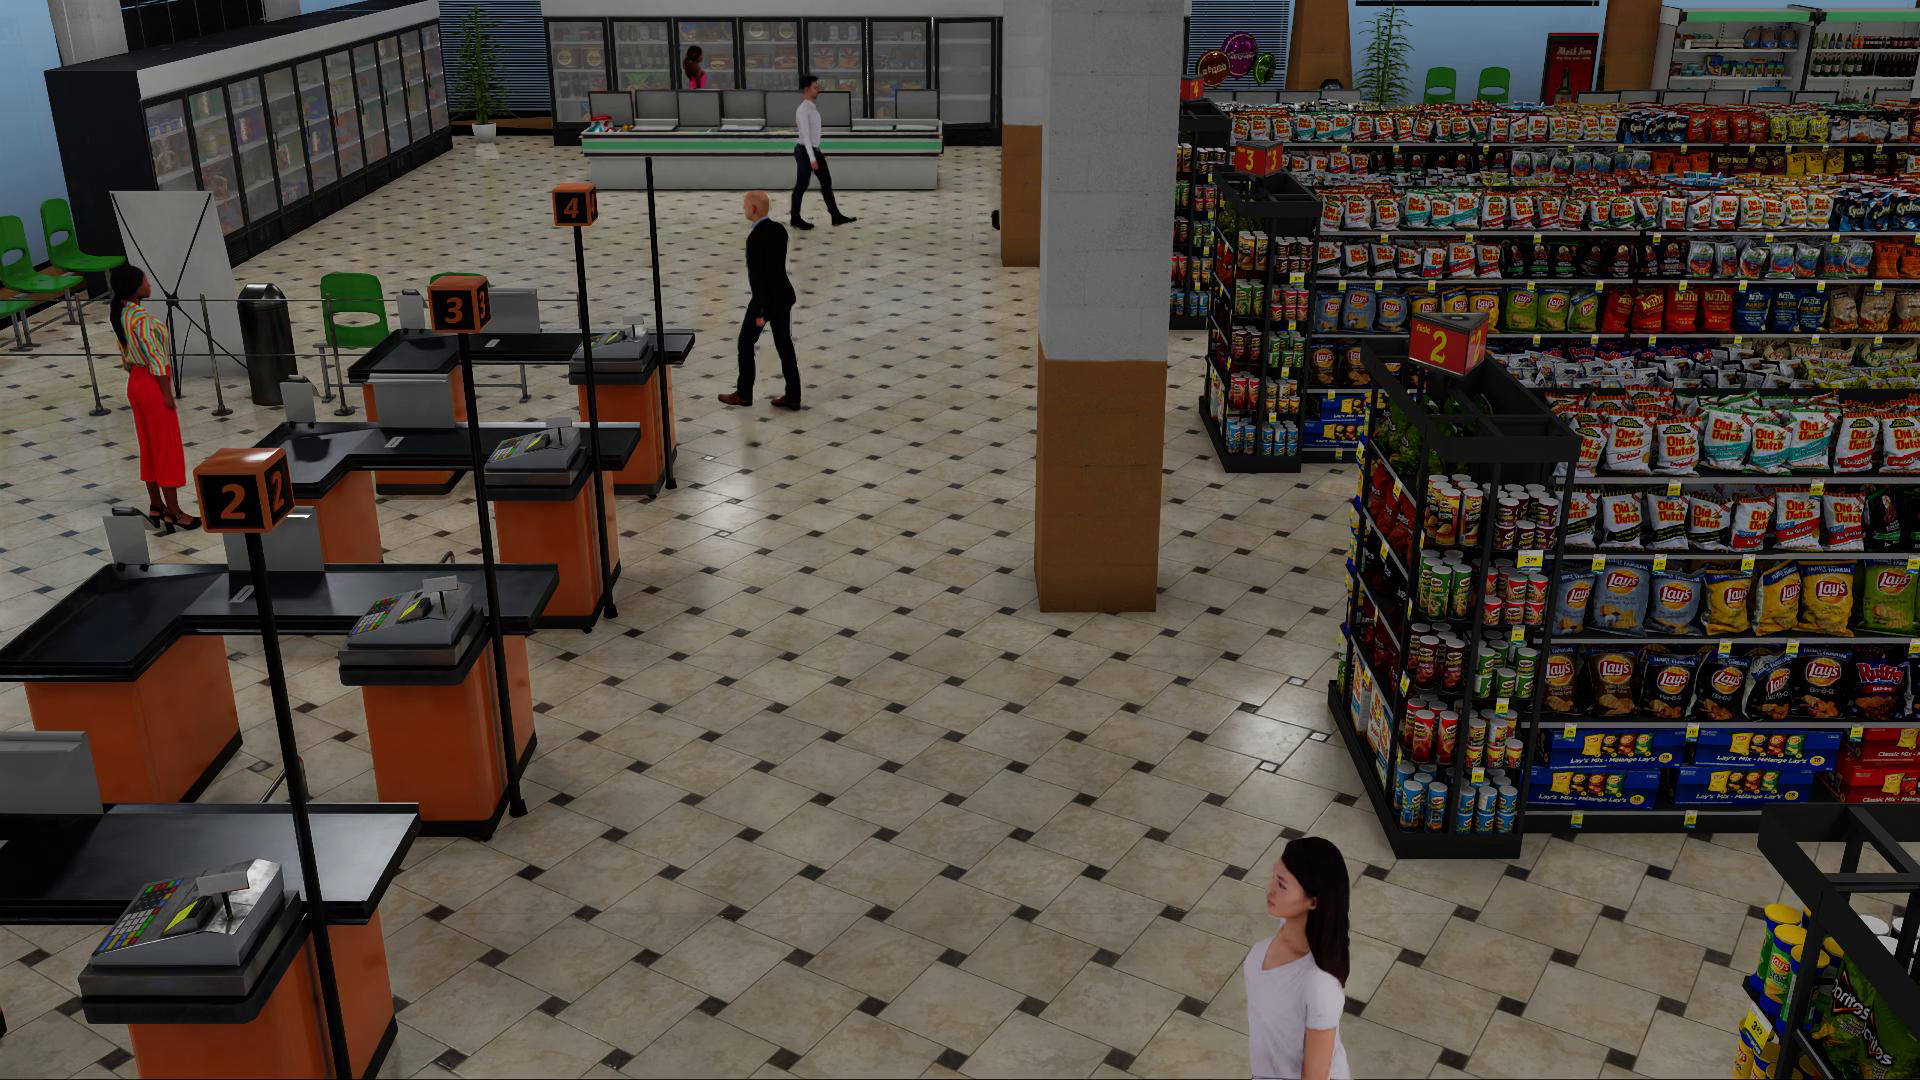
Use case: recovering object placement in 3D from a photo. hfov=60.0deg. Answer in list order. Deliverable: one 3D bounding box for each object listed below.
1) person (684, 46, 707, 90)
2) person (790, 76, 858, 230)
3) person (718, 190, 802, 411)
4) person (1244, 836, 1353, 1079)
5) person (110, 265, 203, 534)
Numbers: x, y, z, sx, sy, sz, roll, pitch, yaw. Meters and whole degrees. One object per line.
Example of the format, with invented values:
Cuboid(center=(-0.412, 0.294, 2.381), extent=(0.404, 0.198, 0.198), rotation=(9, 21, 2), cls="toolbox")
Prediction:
Cuboid(center=(-4.060, -6.551, 25.051), extent=(0.964, 1.710, 0.822), rotation=(-13, 25, -29), cls="person")
Cuboid(center=(-1.928, -4.700, 20.271), extent=(1.146, 1.839, 0.856), rotation=(6, 23, 15), cls="person")
Cuboid(center=(-1.458, -1.896, 13.380), extent=(1.062, 1.774, 0.954), rotation=(12, 25, 28), cls="person")
Cuboid(center=(0.995, 1.594, 4.812), extent=(0.546, 1.685, 0.602), rotation=(-3, 22, -7), cls="person")
Cuboid(center=(-5.321, -0.927, 10.942), extent=(0.651, 1.793, 0.736), rotation=(16, 27, 34), cls="person")
